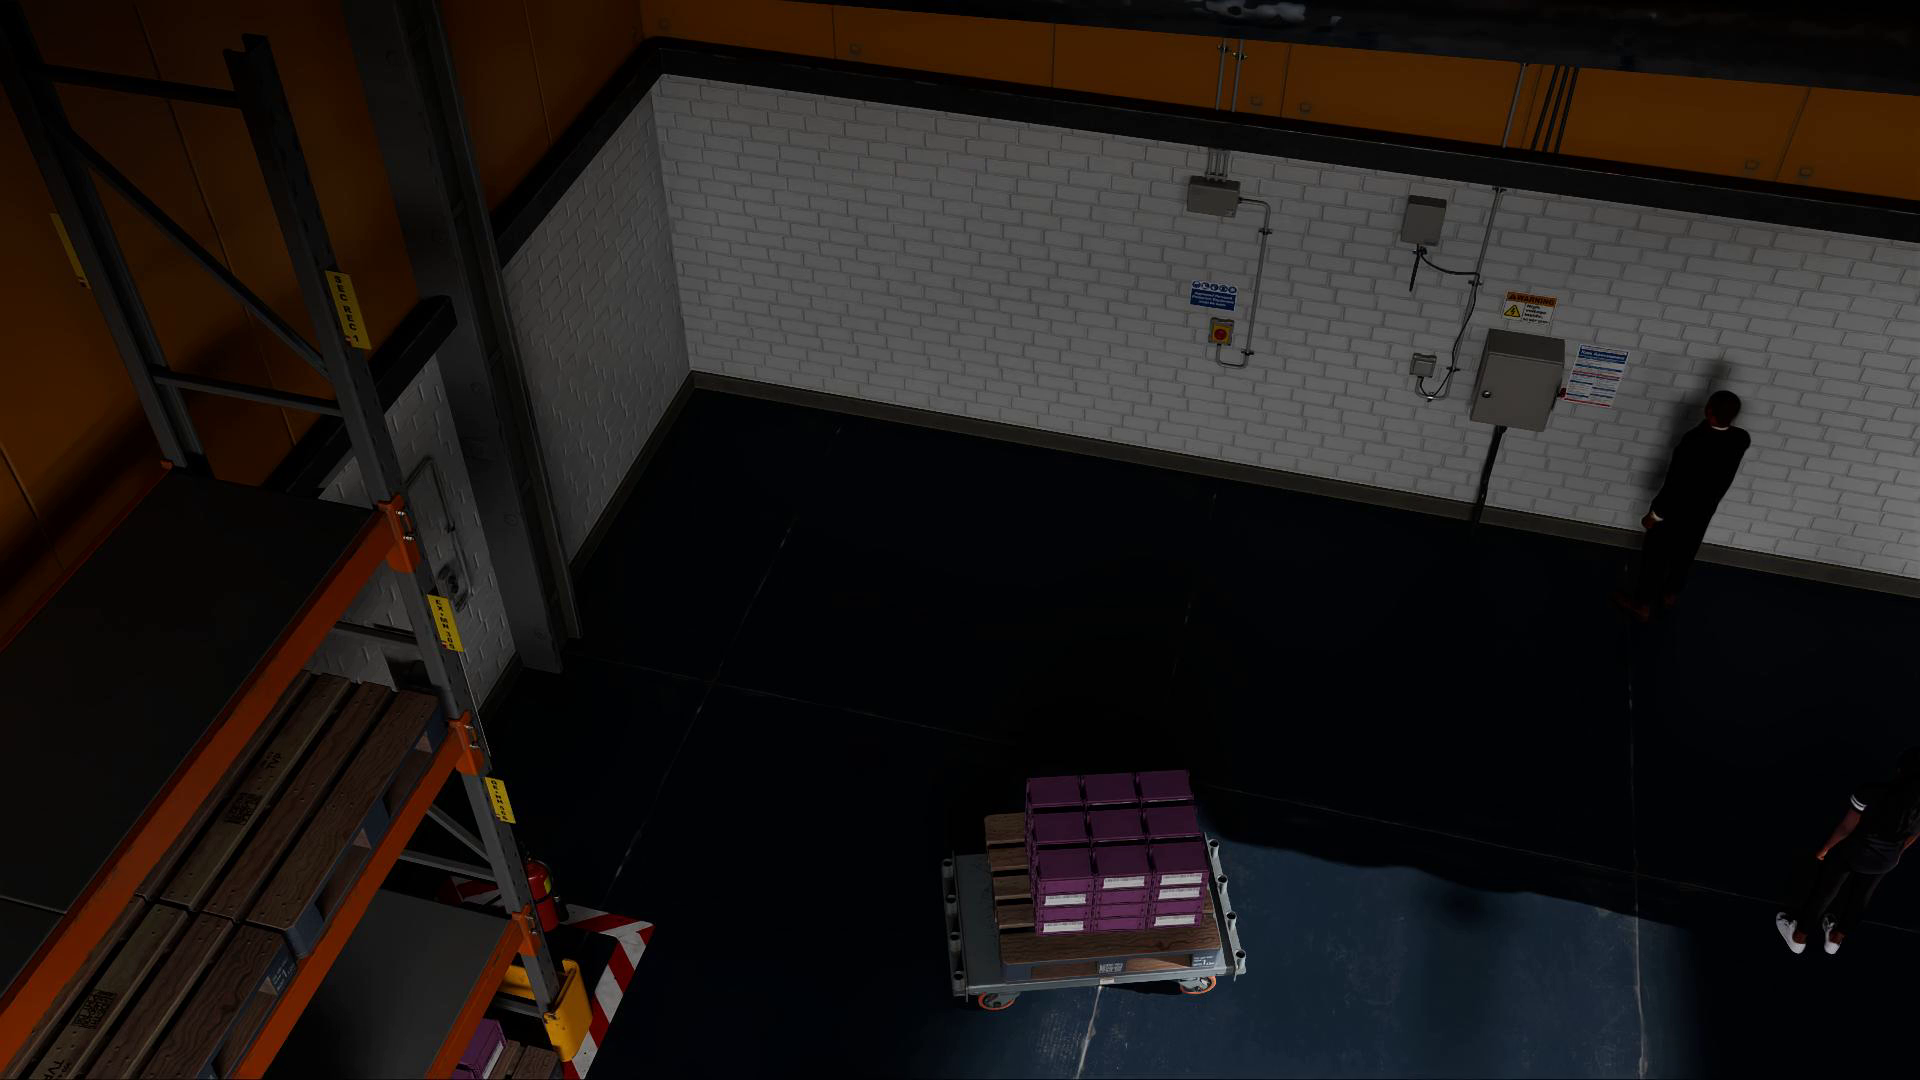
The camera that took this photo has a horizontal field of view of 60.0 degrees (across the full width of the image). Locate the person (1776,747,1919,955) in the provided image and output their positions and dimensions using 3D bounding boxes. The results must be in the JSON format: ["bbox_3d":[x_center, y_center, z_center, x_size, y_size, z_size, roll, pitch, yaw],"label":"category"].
[{"bbox_3d":[5.003,1.723,9.207,0.650,1.729,0.635,3,44,3],"label":"person"}]

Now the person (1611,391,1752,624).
[{"bbox_3d":[4.859,-0.228,11.128,0.793,1.904,0.812,-13,45,-14],"label":"person"}]
